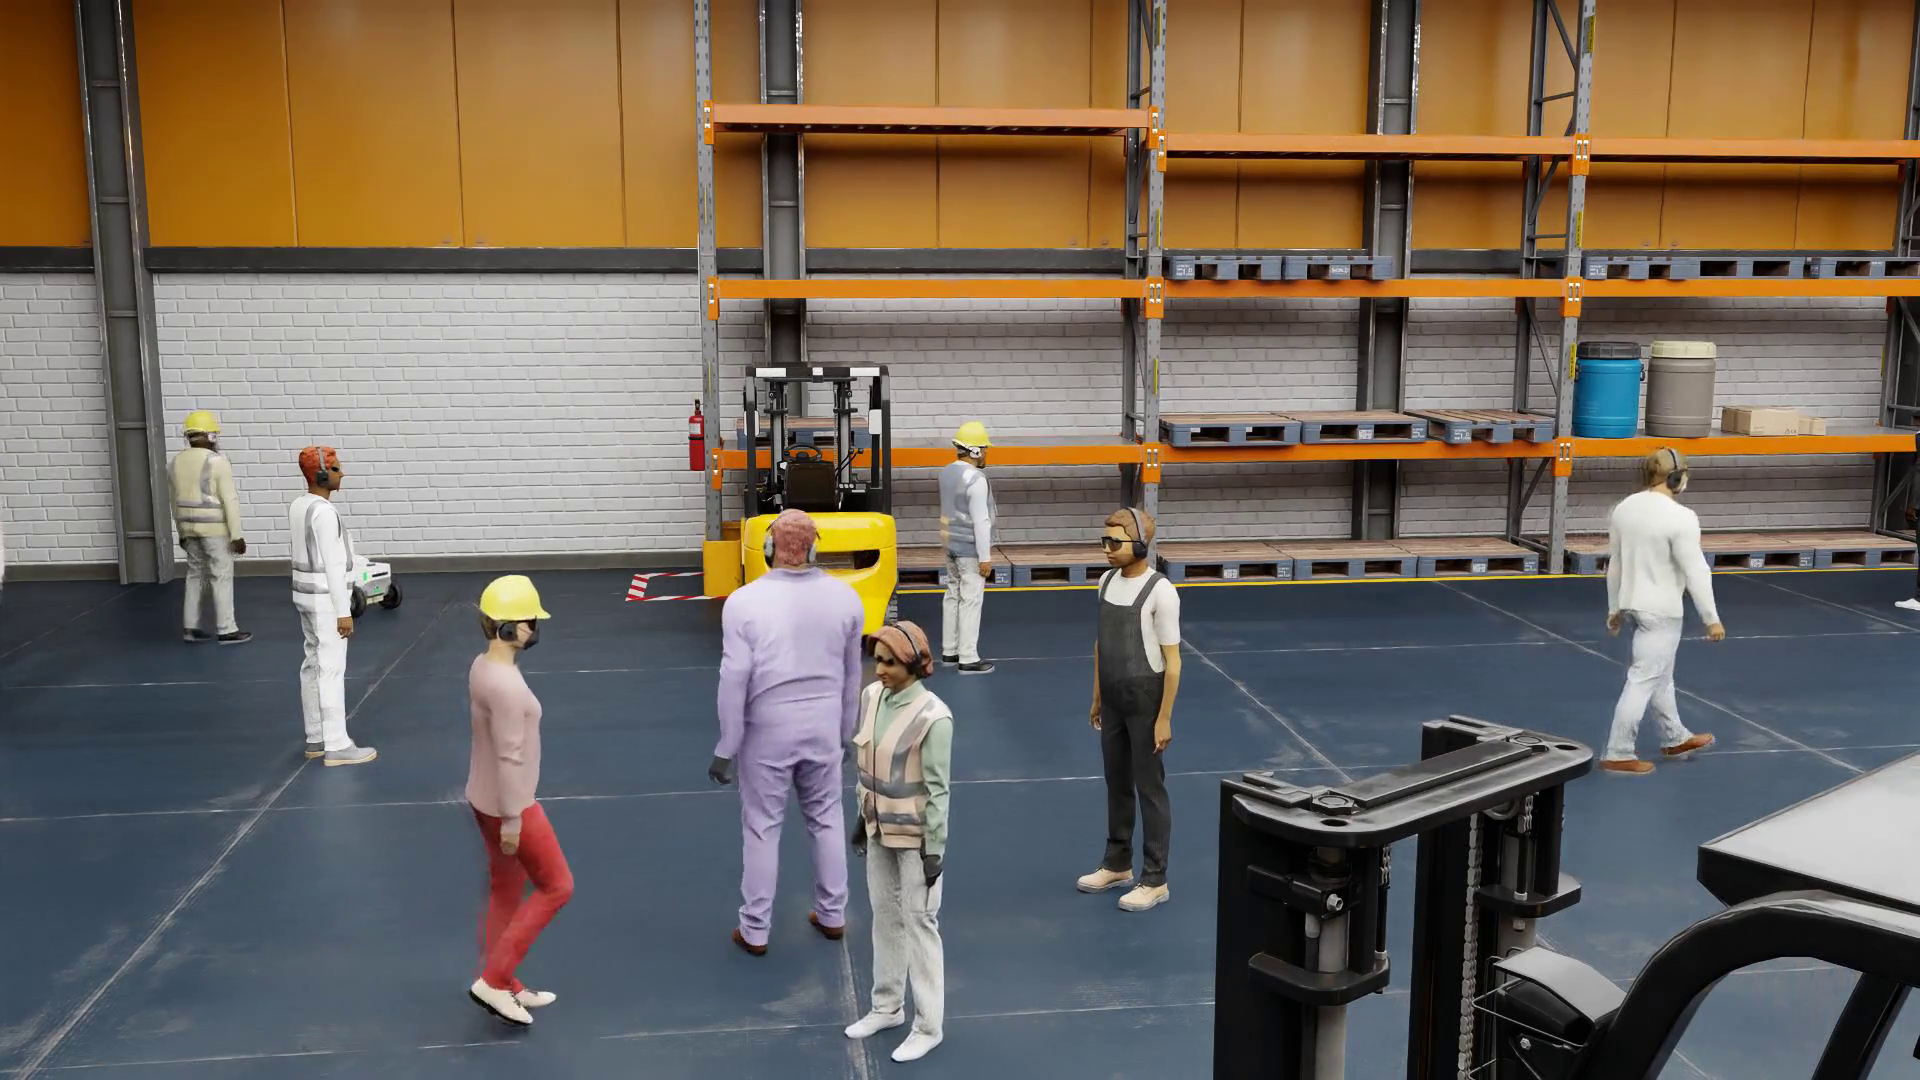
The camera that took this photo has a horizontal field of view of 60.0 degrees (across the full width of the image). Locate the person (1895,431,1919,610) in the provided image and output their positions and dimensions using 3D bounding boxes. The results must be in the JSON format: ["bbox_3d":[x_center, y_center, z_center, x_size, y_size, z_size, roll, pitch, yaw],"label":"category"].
[{"bbox_3d":[8.368,-0.342,14.239,0.591,1.919,0.392,-4,10,-22],"label":"person"}]

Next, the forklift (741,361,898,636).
[{"bbox_3d":[-1.154,-0.340,13.365,1.214,2.155,2.313,-1,9,-7],"label":"forklift"}]

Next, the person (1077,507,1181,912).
[{"bbox_3d":[0.783,0.760,7.587,0.326,1.843,0.517,-6,11,-35],"label":"person"}]

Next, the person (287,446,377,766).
[{"bbox_3d":[-3.738,0.385,9.811,0.355,1.883,0.573,-8,12,-41],"label":"person"}]

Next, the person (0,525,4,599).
[{"bbox_3d":[-6.461,0.249,10.628,0.642,1.896,0.413,-7,11,-36],"label":"person"}]

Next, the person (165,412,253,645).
[{"bbox_3d":[-5.858,-0.073,12.929,0.632,1.814,0.453,3,10,21],"label":"person"}]

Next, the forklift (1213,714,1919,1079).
[{"bbox_3d":[1.441,1.425,2.350,1.214,2.155,2.313,-7,12,-39],"label":"forklift"}]

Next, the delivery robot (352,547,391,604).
[{"bbox_3d":[-5.214,0.297,14.196,0.707,0.478,0.477,4,10,26],"label":"delivery robot"}]

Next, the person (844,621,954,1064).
[{"bbox_3d":[-0.211,1.096,6.149,0.325,1.632,0.518,-7,11,-37],"label":"person"}]

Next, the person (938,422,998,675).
[{"bbox_3d":[0.071,0.056,12.045,0.403,1.824,0.589,-4,10,-26],"label":"person"}]

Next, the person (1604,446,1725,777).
[{"bbox_3d":[4.107,0.417,9.560,0.863,1.905,0.645,-2,9,-11],"label":"person"}]

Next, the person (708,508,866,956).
[{"bbox_3d":[-0.735,0.809,7.114,0.672,1.903,0.400,-5,10,-27],"label":"person"}]

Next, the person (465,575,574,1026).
[{"bbox_3d":[-1.703,0.999,6.390,0.362,1.758,0.527,-5,10,-30],"label":"person"}]
